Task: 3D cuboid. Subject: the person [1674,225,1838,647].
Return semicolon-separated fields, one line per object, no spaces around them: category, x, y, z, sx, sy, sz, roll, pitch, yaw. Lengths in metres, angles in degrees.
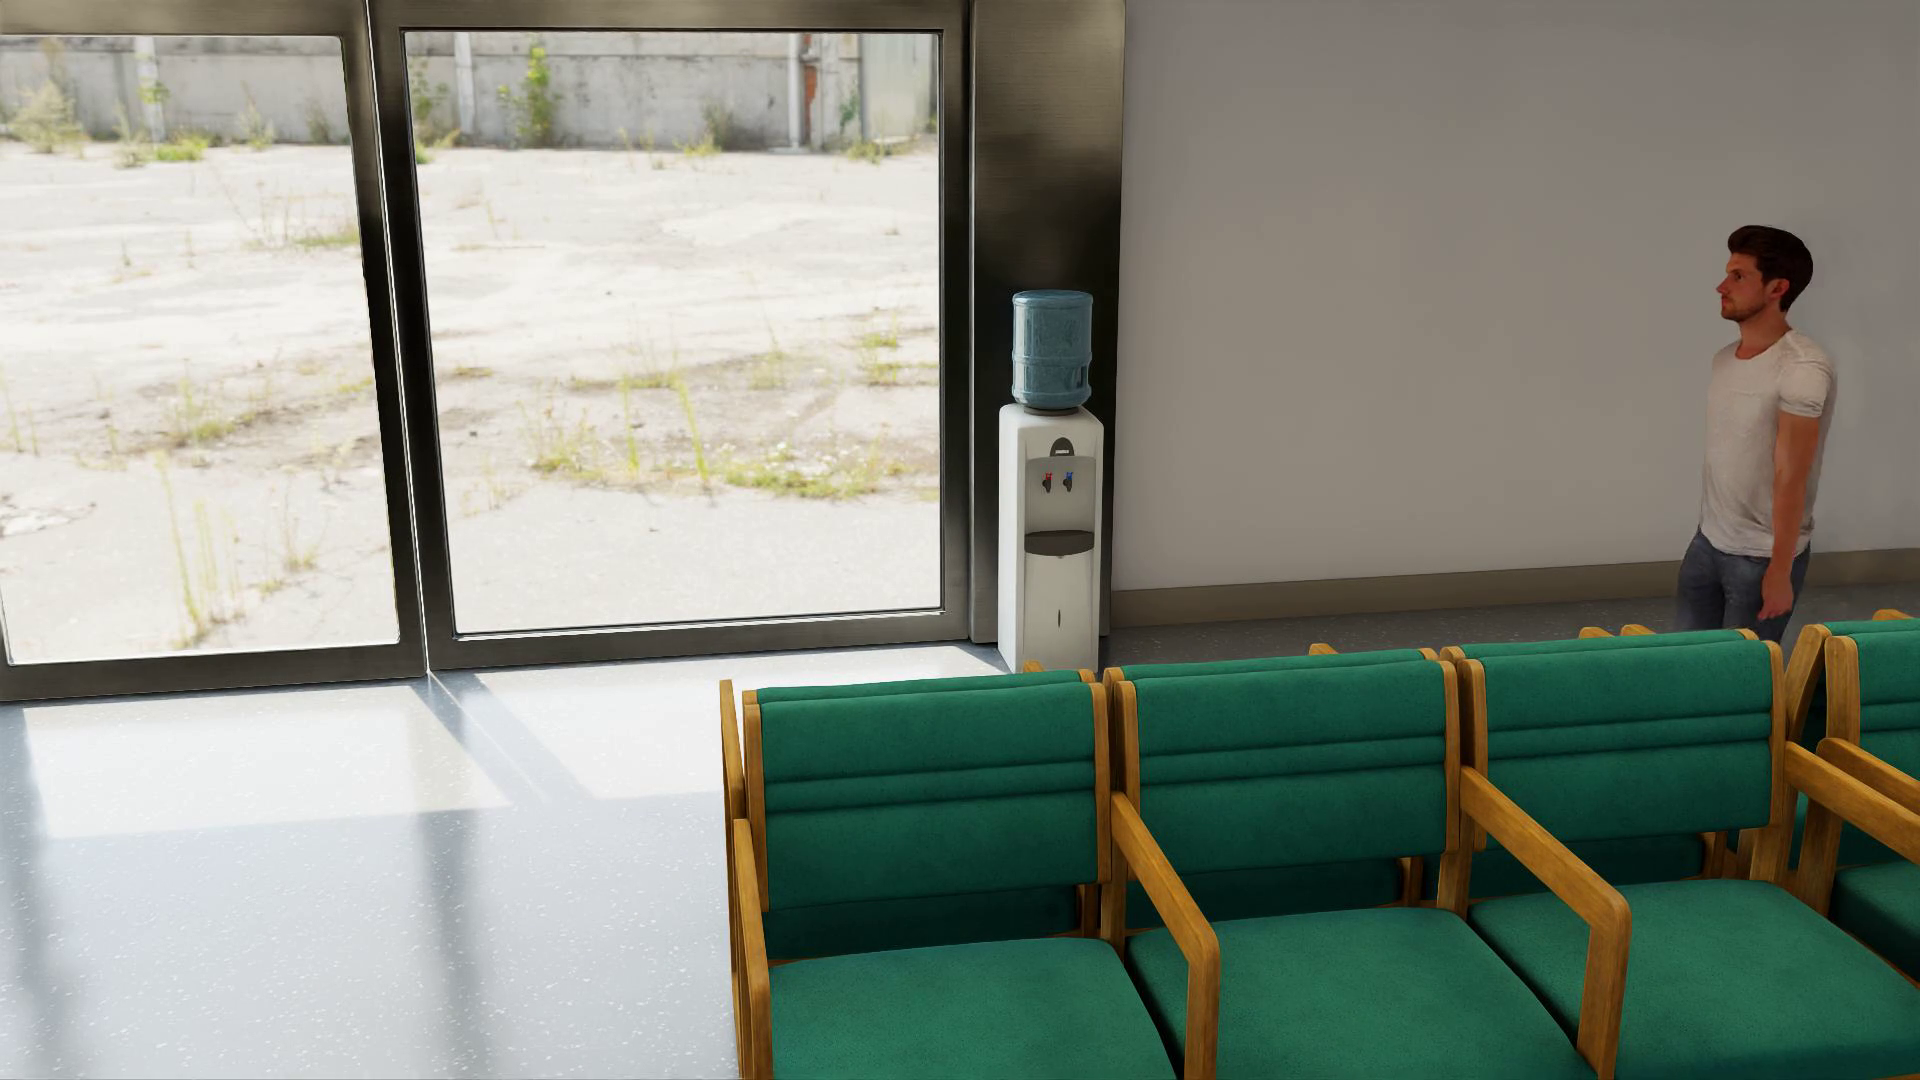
person;2.422;0.033;4.927;0.737;1.877;0.898;-2;16;-8
